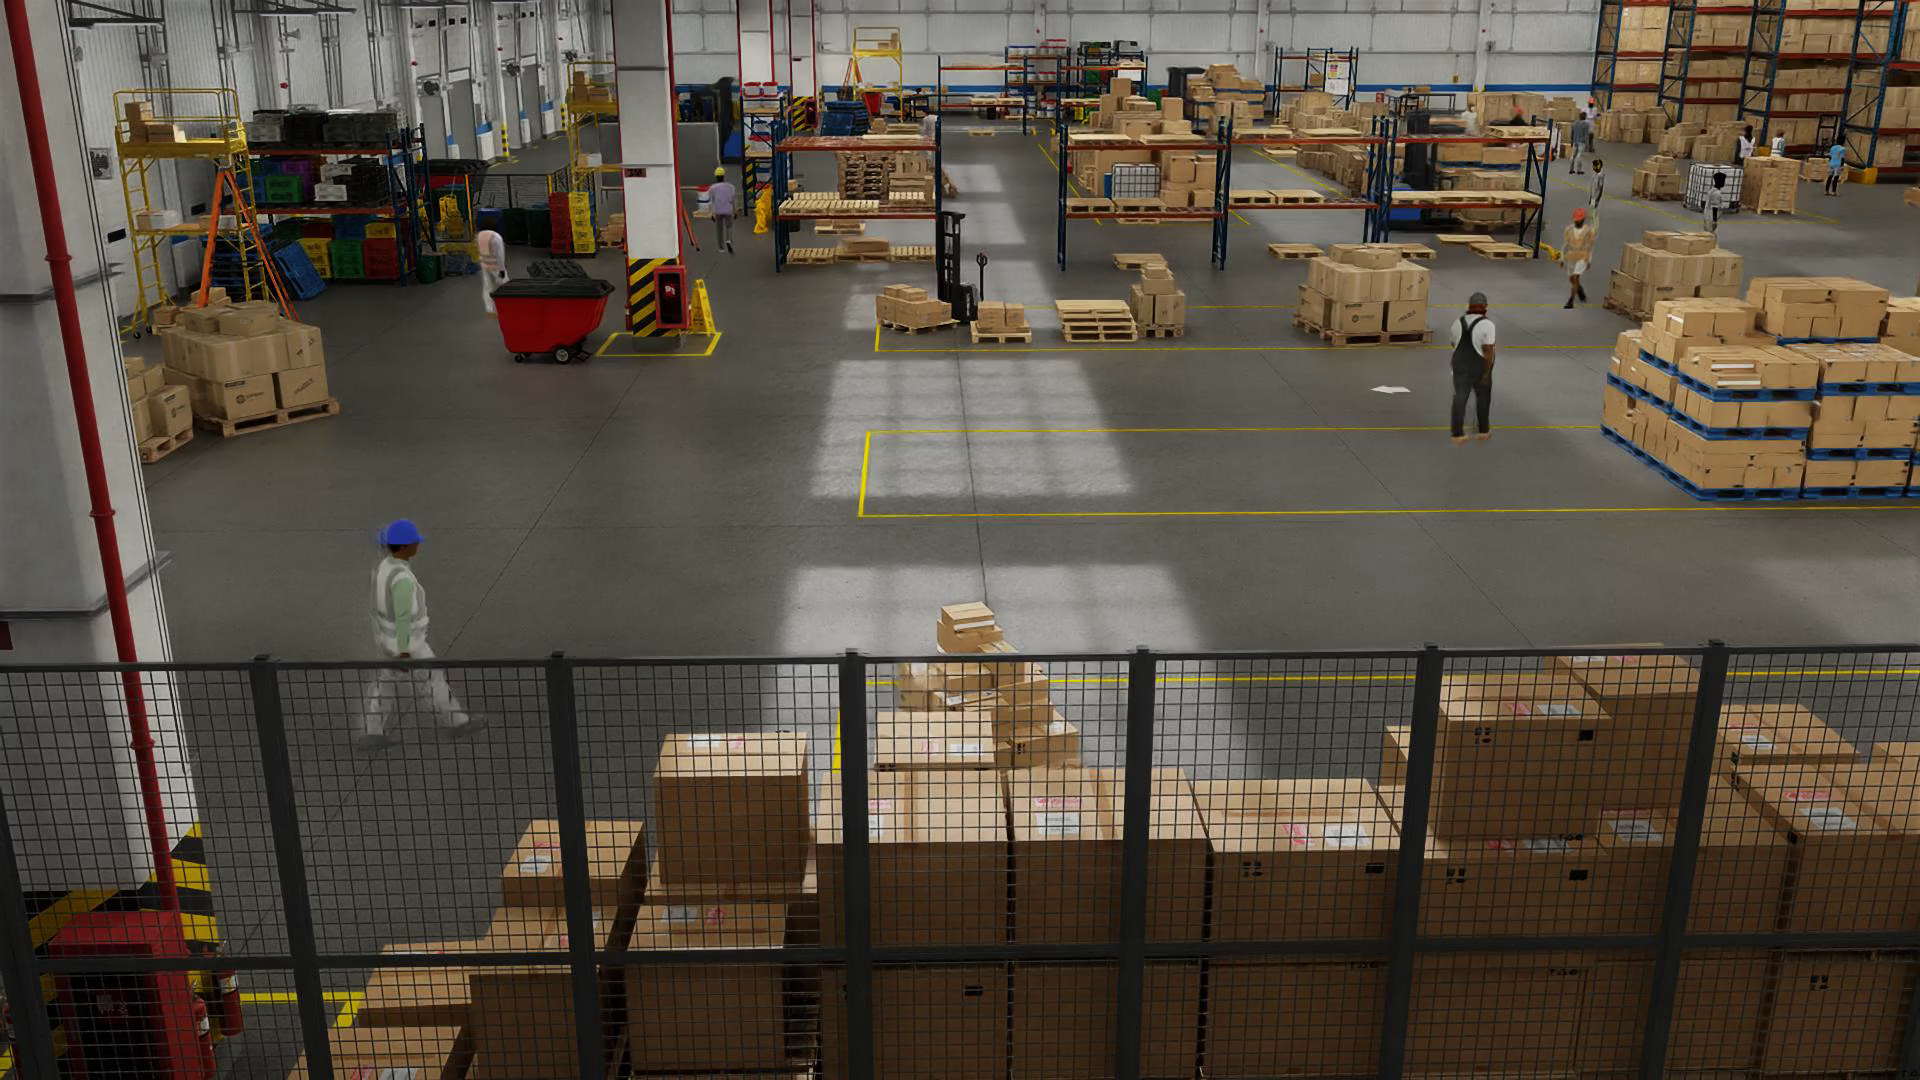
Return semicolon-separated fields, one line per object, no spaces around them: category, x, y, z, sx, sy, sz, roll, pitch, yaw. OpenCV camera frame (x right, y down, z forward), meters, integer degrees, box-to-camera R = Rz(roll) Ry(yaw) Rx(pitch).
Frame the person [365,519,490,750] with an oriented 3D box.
person;-4.356;0.740;13.197;0.991;1.893;0.633;-11;21;-29

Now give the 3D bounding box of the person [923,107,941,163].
person;-0.933;-13.211;54.514;0.627;1.940;0.372;-10;21;-27

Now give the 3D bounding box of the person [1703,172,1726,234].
person;16.212;-6.928;35.832;0.373;1.966;0.607;4;19;12

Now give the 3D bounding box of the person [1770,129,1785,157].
person;24.452;-11.474;49.818;0.315;1.641;0.515;-4;19;-13

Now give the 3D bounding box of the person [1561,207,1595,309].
person;11.586;-5.306;31.139;0.560;1.895;0.786;15;24;37

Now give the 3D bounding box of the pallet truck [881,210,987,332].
pallet truck;-0.493;-4.759;29.349;1.885;1.965;0.823;-13;23;-34

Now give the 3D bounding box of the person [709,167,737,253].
person;-5.304;-7.362;37.210;0.604;1.907;0.541;-3;19;-10

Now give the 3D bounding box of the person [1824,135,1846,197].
person;24.860;-10.613;47.177;0.320;1.695;0.537;-4;19;-13

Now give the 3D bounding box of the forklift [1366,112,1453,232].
forklift;11.032;-8.978;40.505;1.873;2.768;1.129;-1;19;-2

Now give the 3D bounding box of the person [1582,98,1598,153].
person;22.361;-14.734;59.082;0.573;1.893;0.925;0;19;1

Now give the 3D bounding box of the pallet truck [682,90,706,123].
pallet truck;-9.671;-15.907;62.421;0.823;1.965;1.885;5;19;15

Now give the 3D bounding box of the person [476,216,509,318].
person;-8.396;-4.978;30.271;0.661;1.814;0.784;12;22;31

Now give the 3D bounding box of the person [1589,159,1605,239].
person;15.017;-8.063;39.359;0.329;1.865;0.514;0;19;1

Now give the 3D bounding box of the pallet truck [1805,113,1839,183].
pallet truck;26.403;-11.957;50.702;0.823;1.965;1.885;6;19;16

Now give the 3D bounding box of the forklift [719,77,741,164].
forklift;-7.685;-13.877;55.039;1.873;2.768;1.129;-1;19;-1

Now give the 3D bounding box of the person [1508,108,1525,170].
person;18.044;-13.061;54.076;0.628;1.948;1.047;-6;20;-18

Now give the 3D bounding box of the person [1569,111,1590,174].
person;19.546;-12.526;52.483;0.358;1.937;0.636;-14;23;-35

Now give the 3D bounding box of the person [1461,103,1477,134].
person;17.399;-14.023;57.020;0.647;1.892;1.033;-6;19;-17

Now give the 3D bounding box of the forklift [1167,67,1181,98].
forklift;7.822;-15.879;60.978;1.873;2.768;1.129;-1;19;-2

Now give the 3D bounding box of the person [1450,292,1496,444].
person;6.807;-2.320;22.049;0.845;2.000;0.692;-17;25;-41

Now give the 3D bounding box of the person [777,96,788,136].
person;-6.750;-16.099;63.481;0.535;1.682;0.538;-2;19;-6

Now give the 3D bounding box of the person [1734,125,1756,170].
person;22.756;-11.104;48.337;0.593;1.898;0.688;-4;19;-11

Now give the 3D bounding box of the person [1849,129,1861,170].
person;29.166;-12.927;53.832;0.624;1.838;0.430;-3;19;-8
